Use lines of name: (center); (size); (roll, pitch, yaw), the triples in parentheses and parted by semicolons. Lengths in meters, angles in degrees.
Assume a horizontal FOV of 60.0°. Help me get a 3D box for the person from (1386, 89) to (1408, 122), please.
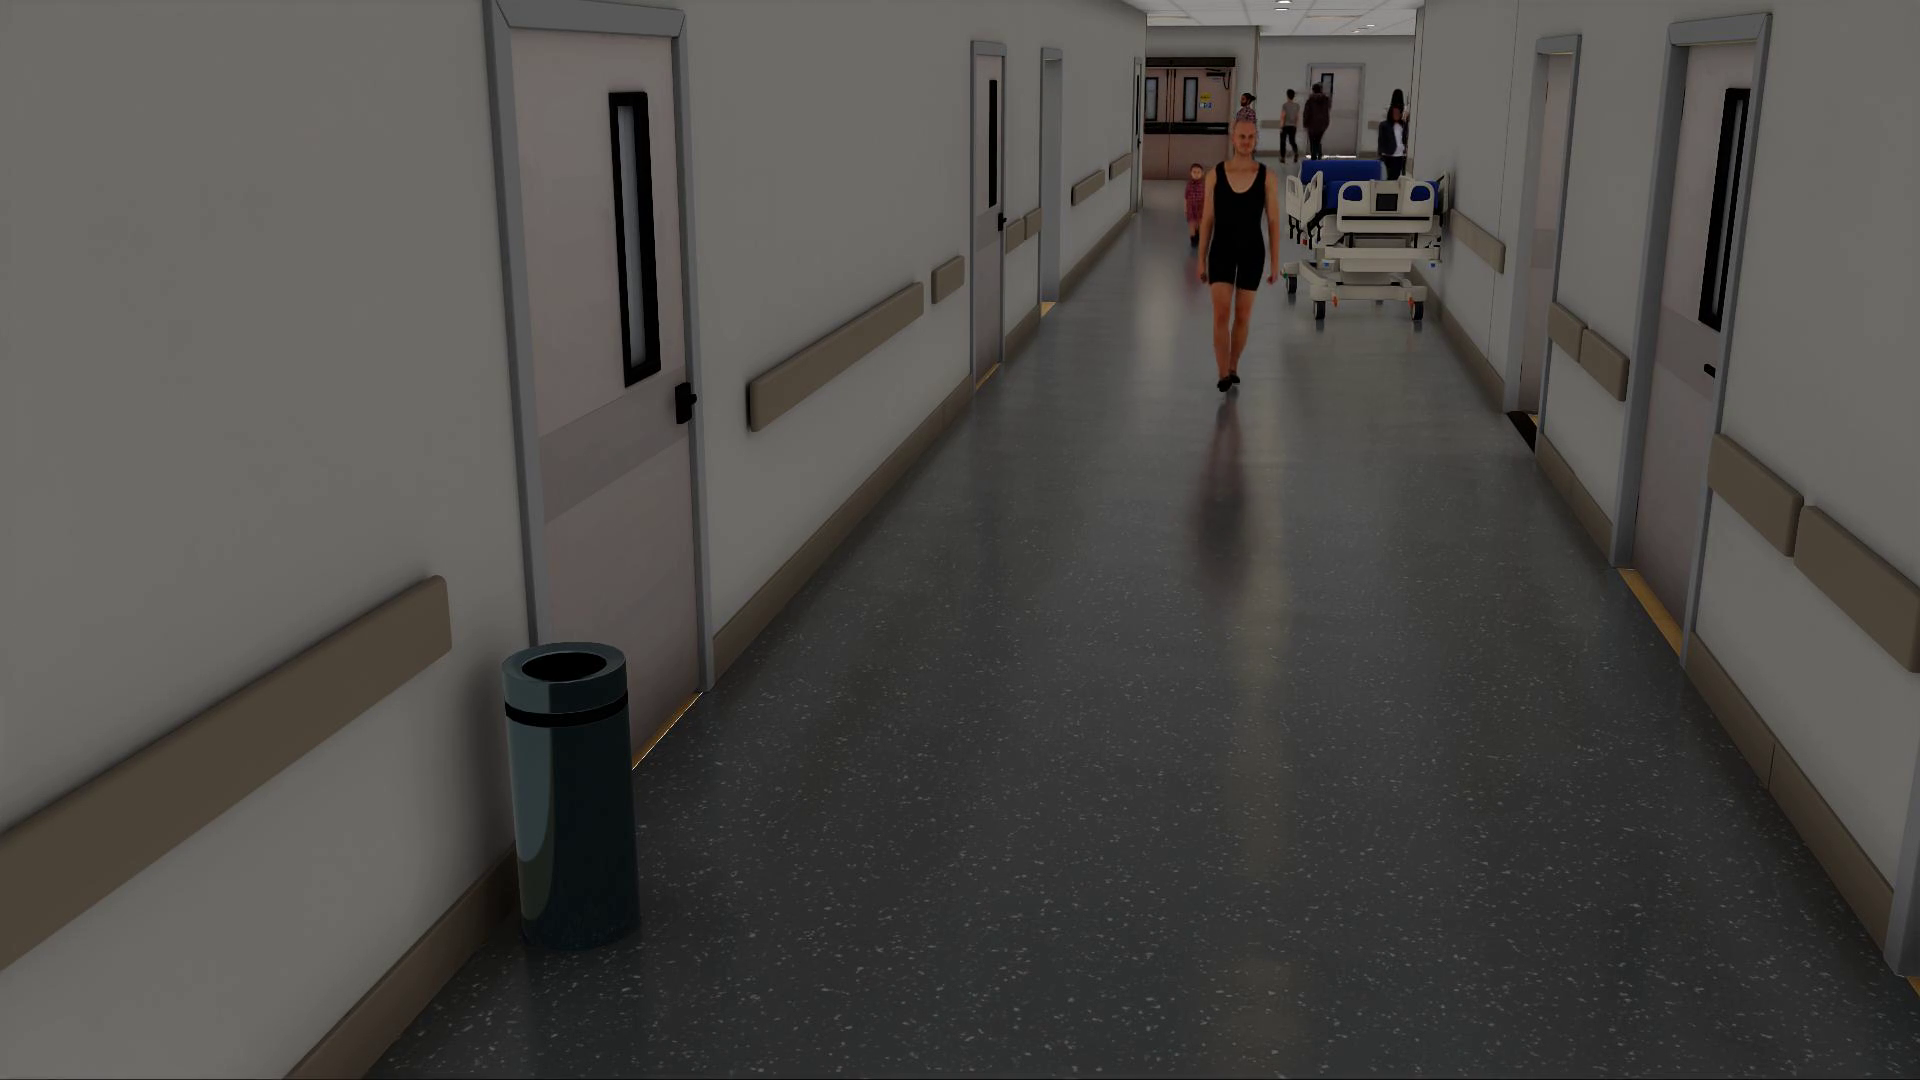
person: (8.768, -8.140, 33.434); (1.000, 1.755, 0.849); (7, 17, 22)

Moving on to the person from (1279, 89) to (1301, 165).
person: (7.716, -9.632, 38.828); (1.017, 1.701, 0.890); (-3, 16, -10)

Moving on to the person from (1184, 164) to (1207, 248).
person: (2.931, -4.159, 20.680); (0.607, 1.014, 0.527); (1, 16, 4)

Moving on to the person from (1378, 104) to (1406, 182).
person: (7.140, -6.376, 27.517); (1.068, 1.572, 1.033); (-6, 17, -21)

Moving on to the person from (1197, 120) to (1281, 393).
person: (1.877, -1.909, 11.297); (0.999, 1.776, 0.797); (1, 16, 5)

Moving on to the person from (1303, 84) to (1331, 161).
person: (8.124, -9.383, 37.706); (0.799, 1.830, 0.935); (-4, 16, -13)

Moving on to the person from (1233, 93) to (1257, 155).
person: (4.999, -6.980, 29.313); (0.805, 1.760, 0.791); (-7, 17, -23)
